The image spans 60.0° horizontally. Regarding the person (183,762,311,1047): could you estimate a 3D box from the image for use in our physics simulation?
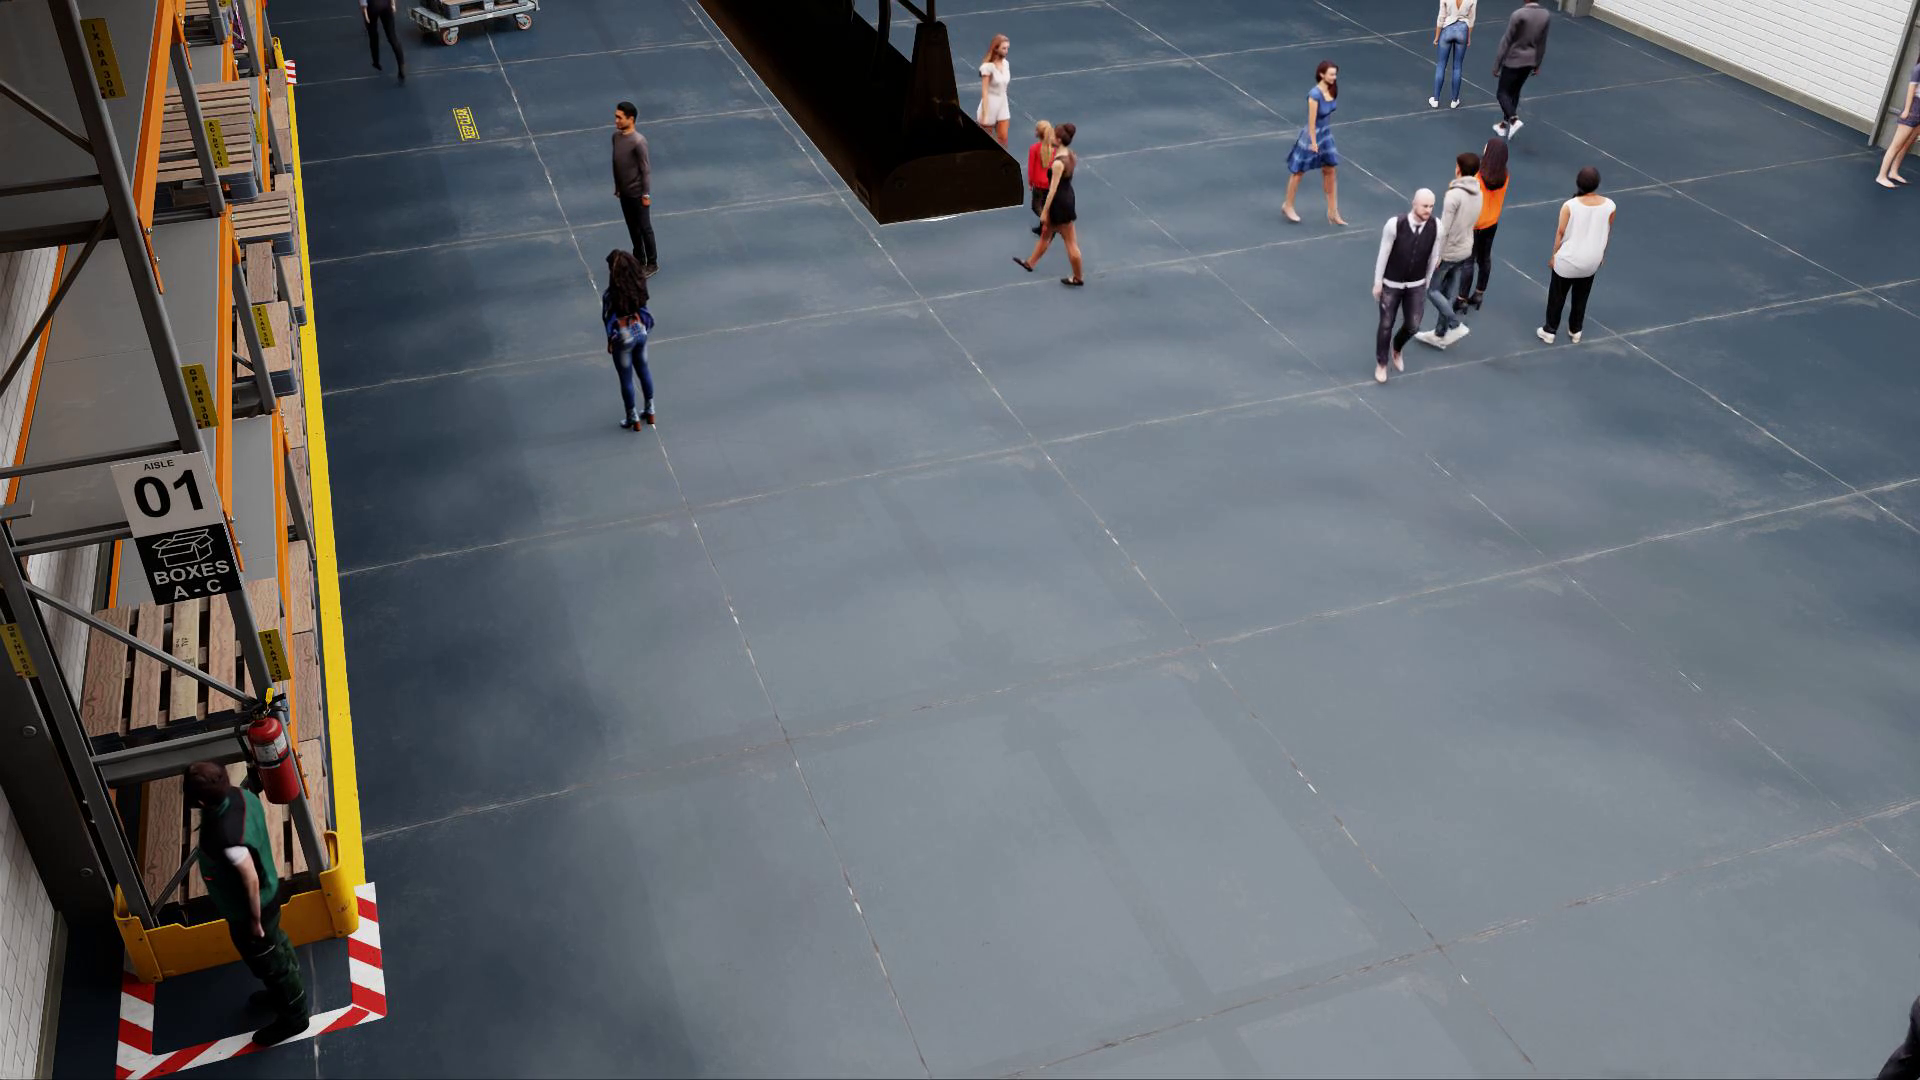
[{"bbox_3d":[-3.624,1.820,8.471,0.685,1.840,0.502,-12,35,-17],"label":"person"}]

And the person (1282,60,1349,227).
[{"bbox_3d":[3.678,-4.181,17.563,1.079,1.769,0.918,26,42,34],"label":"person"}]

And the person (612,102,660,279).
[{"bbox_3d":[-3.227,-3.477,16.507,0.781,1.767,0.630,-3,34,-4],"label":"person"}]

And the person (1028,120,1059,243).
[{"bbox_3d":[0.888,-3.708,17.301,0.624,1.271,0.807,-22,39,-29],"label":"person"}]

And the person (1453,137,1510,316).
[{"bbox_3d":[4.943,-2.986,15.784,0.658,1.748,0.611,-18,38,-25],"label":"person"}]

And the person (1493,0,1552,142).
[{"bbox_3d":[6.651,-5.596,19.671,0.851,1.793,0.981,-9,35,-13],"label":"person"}]

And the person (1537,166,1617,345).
[{"bbox_3d":[5.659,-2.622,15.292,0.737,1.687,0.723,0,34,0],"label":"person"}]

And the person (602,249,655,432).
[{"bbox_3d":[-2.775,-1.691,13.949,0.703,1.622,0.694,26,42,33],"label":"person"}]

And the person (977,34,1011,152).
[{"bbox_3d":[0.314,-4.831,18.628,0.848,1.673,1.088,-25,41,-33],"label":"person"}]

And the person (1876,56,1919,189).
[{"bbox_3d":[10.652,-4.783,18.577,0.641,1.650,0.588,-20,39,-28],"label":"person"}]

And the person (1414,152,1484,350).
[{"bbox_3d":[4.543,-2.565,15.079,0.925,1.828,0.866,26,42,33],"label":"person"}]

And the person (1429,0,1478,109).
[{"bbox_3d":[6.156,-6.262,20.739,0.689,1.719,0.696,6,34,9],"label":"person"}]

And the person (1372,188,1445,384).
[{"bbox_3d":[3.895,-2.279,14.670,0.836,1.805,0.853,3,34,5],"label":"person"}]

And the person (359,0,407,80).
[{"bbox_3d":[-7.495,-6.808,21.580,0.909,1.697,1.240,-23,40,-30],"label":"person"}]

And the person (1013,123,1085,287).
[{"bbox_3d":[1.075,-3.242,16.264,1.031,1.643,1.015,11,35,16],"label":"person"}]
